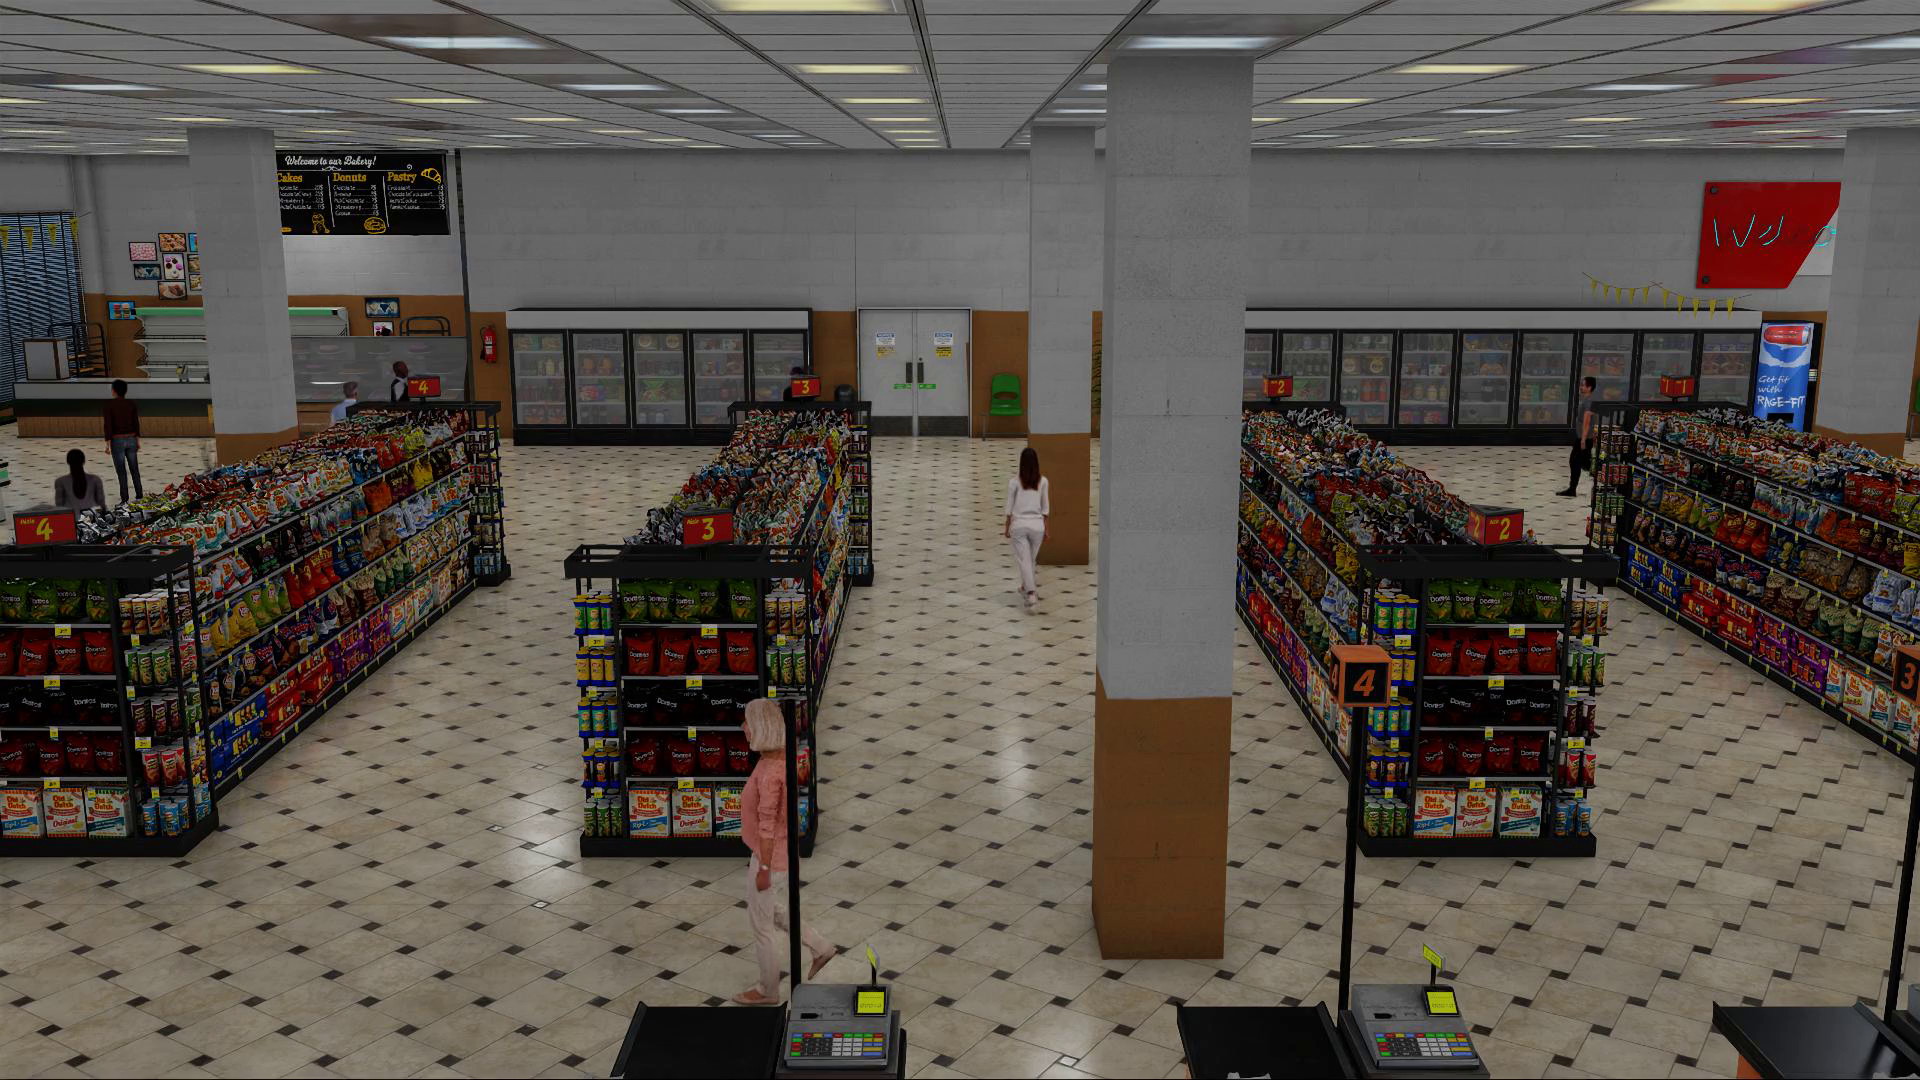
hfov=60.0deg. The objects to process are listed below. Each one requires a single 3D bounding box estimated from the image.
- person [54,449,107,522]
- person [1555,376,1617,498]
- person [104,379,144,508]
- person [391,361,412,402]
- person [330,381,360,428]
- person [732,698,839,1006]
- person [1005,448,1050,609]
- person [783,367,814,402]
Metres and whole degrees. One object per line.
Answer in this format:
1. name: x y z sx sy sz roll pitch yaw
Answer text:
1. person: -9.141 -0.097 17.316 0.833 1.664 0.956 -6 13 -27
2. person: 8.912 -1.419 23.443 0.927 1.727 1.078 5 13 21
3. person: -11.487 -1.325 22.860 0.778 1.783 0.676 9 15 35
4. person: -8.435 -1.763 24.862 0.854 1.816 0.781 -3 12 -14
5. person: -8.082 -1.182 22.122 0.673 1.807 0.751 0 12 1
6. person: -0.925 1.666 8.825 0.664 1.713 0.727 0 12 -2
7. person: 0.719 -0.094 17.338 0.774 1.650 1.157 -3 12 -12
8. person: -2.289 -1.575 24.072 1.157 1.773 1.198 8 14 34
